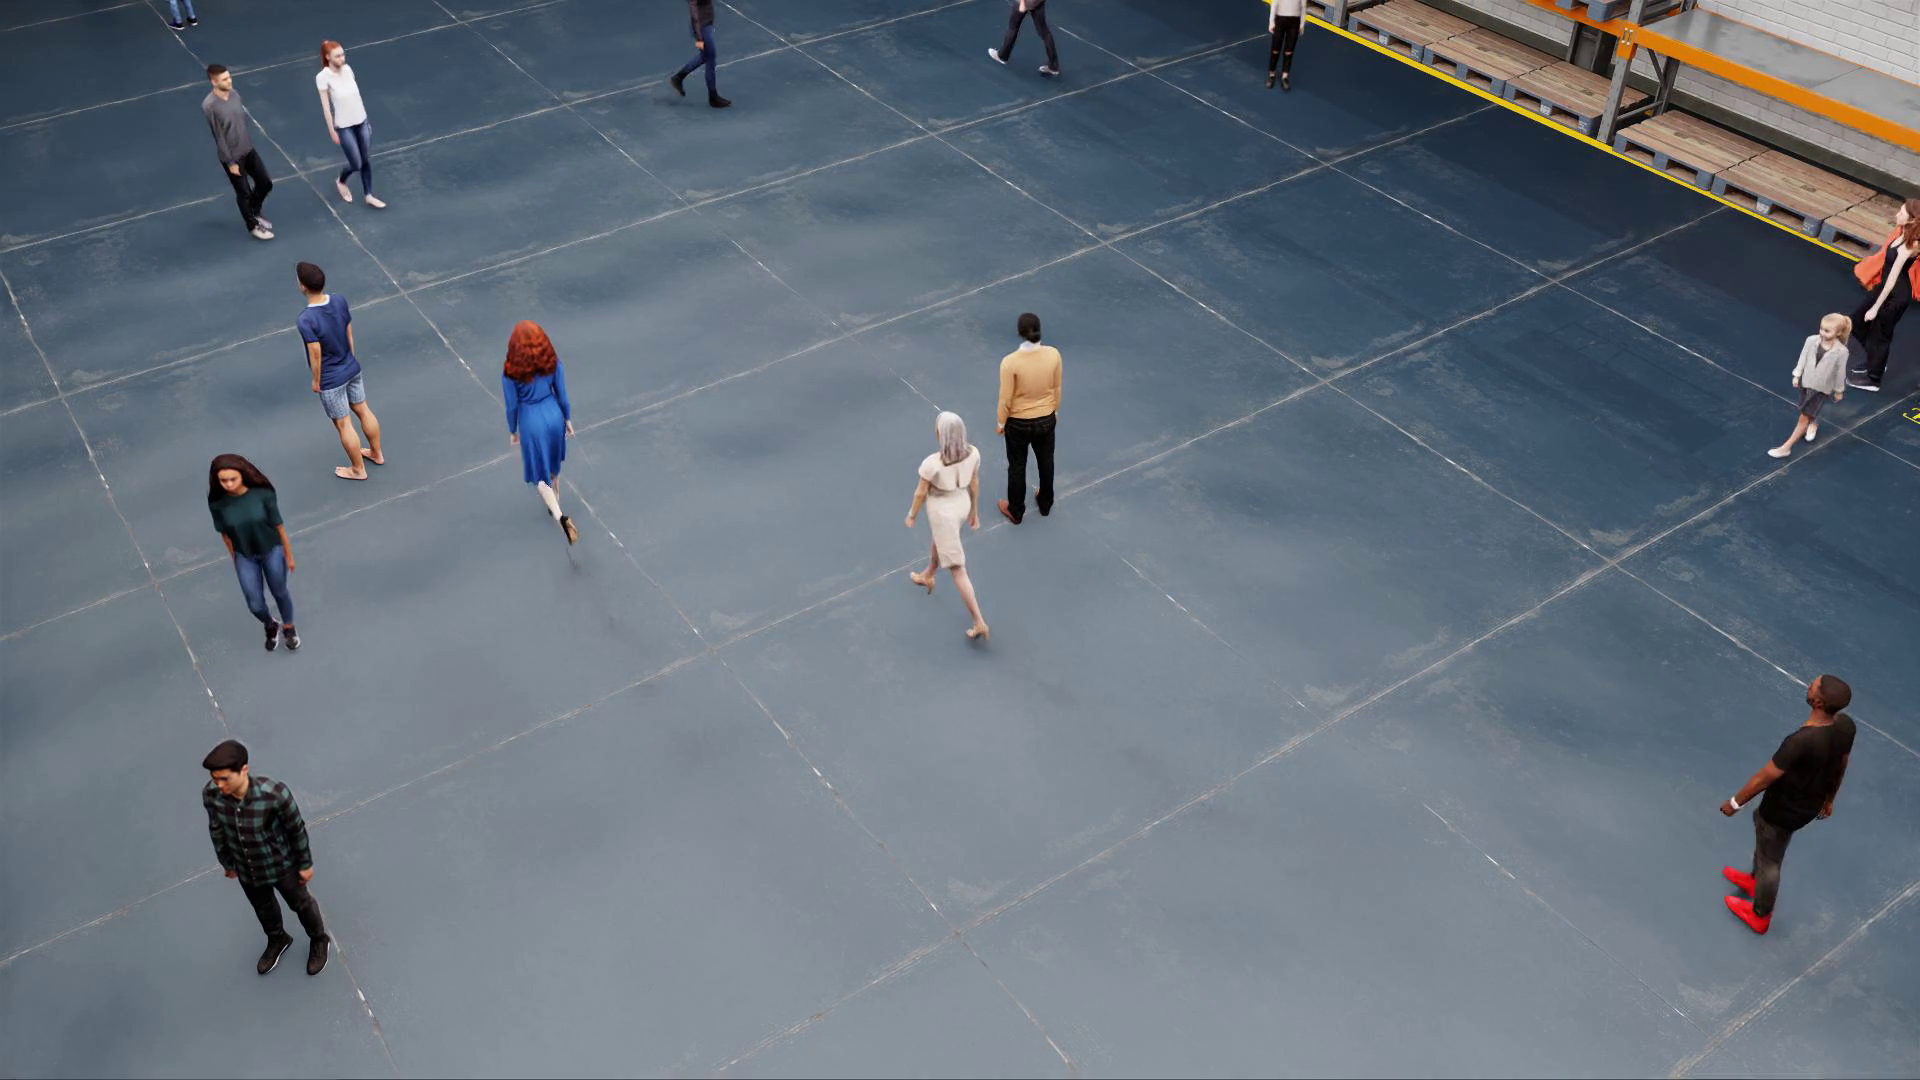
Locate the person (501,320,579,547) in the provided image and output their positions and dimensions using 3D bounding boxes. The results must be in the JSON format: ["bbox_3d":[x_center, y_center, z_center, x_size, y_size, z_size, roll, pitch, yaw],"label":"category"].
[{"bbox_3d":[-3.019,-0.729,12.064,0.681,1.805,1.028,-18,42,-22],"label":"person"}]

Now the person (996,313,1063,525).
[{"bbox_3d":[0.516,-0.897,12.317,0.711,1.751,0.667,-14,41,-17],"label":"person"}]

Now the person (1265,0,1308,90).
[{"bbox_3d":[3.677,-5.826,18.702,0.620,1.485,0.667,4,39,5],"label":"person"}]

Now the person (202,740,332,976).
[{"bbox_3d":[-3.804,1.728,9.075,0.746,1.715,0.747,2,39,2],"label":"person"}]

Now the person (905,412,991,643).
[{"bbox_3d":[-0.021,-0.053,11.310,0.650,1.689,1.178,-26,45,-29],"label":"person"}]

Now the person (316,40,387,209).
[{"bbox_3d":[-6.045,-4.071,16.313,0.838,1.725,0.737,19,42,22],"label":"person"}]

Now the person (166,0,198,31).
[{"bbox_3d":[-9.591,-6.853,20.172,0.553,1.255,0.537,26,45,29],"label":"person"}]

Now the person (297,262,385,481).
[{"bbox_3d":[-4.766,-1.296,12.737,0.718,1.850,0.705,16,41,19],"label":"person"}]

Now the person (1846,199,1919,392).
[{"bbox_3d":[7.763,-1.980,13.693,0.798,1.726,0.737,12,40,14],"label":"person"}]

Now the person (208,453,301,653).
[{"bbox_3d":[-4.736,0.046,11.253,0.654,1.606,0.680,-14,41,-16],"label":"person"}]

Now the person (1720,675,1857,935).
[{"bbox_3d":[4.685,1.540,9.238,0.713,1.785,0.694,-21,43,-24],"label":"person"}]

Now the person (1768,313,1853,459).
[{"bbox_3d":[6.830,-1.246,13.163,0.641,1.241,0.834,-25,45,-27],"label":"person"}]

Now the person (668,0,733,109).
[{"bbox_3d":[-2.911,-5.565,18.179,1.002,1.729,0.988,2,39,2],"label":"person"}]

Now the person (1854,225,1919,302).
[{"bbox_3d":[8.560,-2.861,14.787,0.654,1.737,1.283,-23,44,-26],"label":"person"}]

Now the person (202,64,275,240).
[{"bbox_3d":[-6.943,-3.687,15.809,0.791,1.752,0.748,13,41,16],"label":"person"}]

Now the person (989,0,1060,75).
[{"bbox_3d":[0.866,-6.132,18.833,1.245,1.799,0.890,30,47,32],"label":"person"}]
